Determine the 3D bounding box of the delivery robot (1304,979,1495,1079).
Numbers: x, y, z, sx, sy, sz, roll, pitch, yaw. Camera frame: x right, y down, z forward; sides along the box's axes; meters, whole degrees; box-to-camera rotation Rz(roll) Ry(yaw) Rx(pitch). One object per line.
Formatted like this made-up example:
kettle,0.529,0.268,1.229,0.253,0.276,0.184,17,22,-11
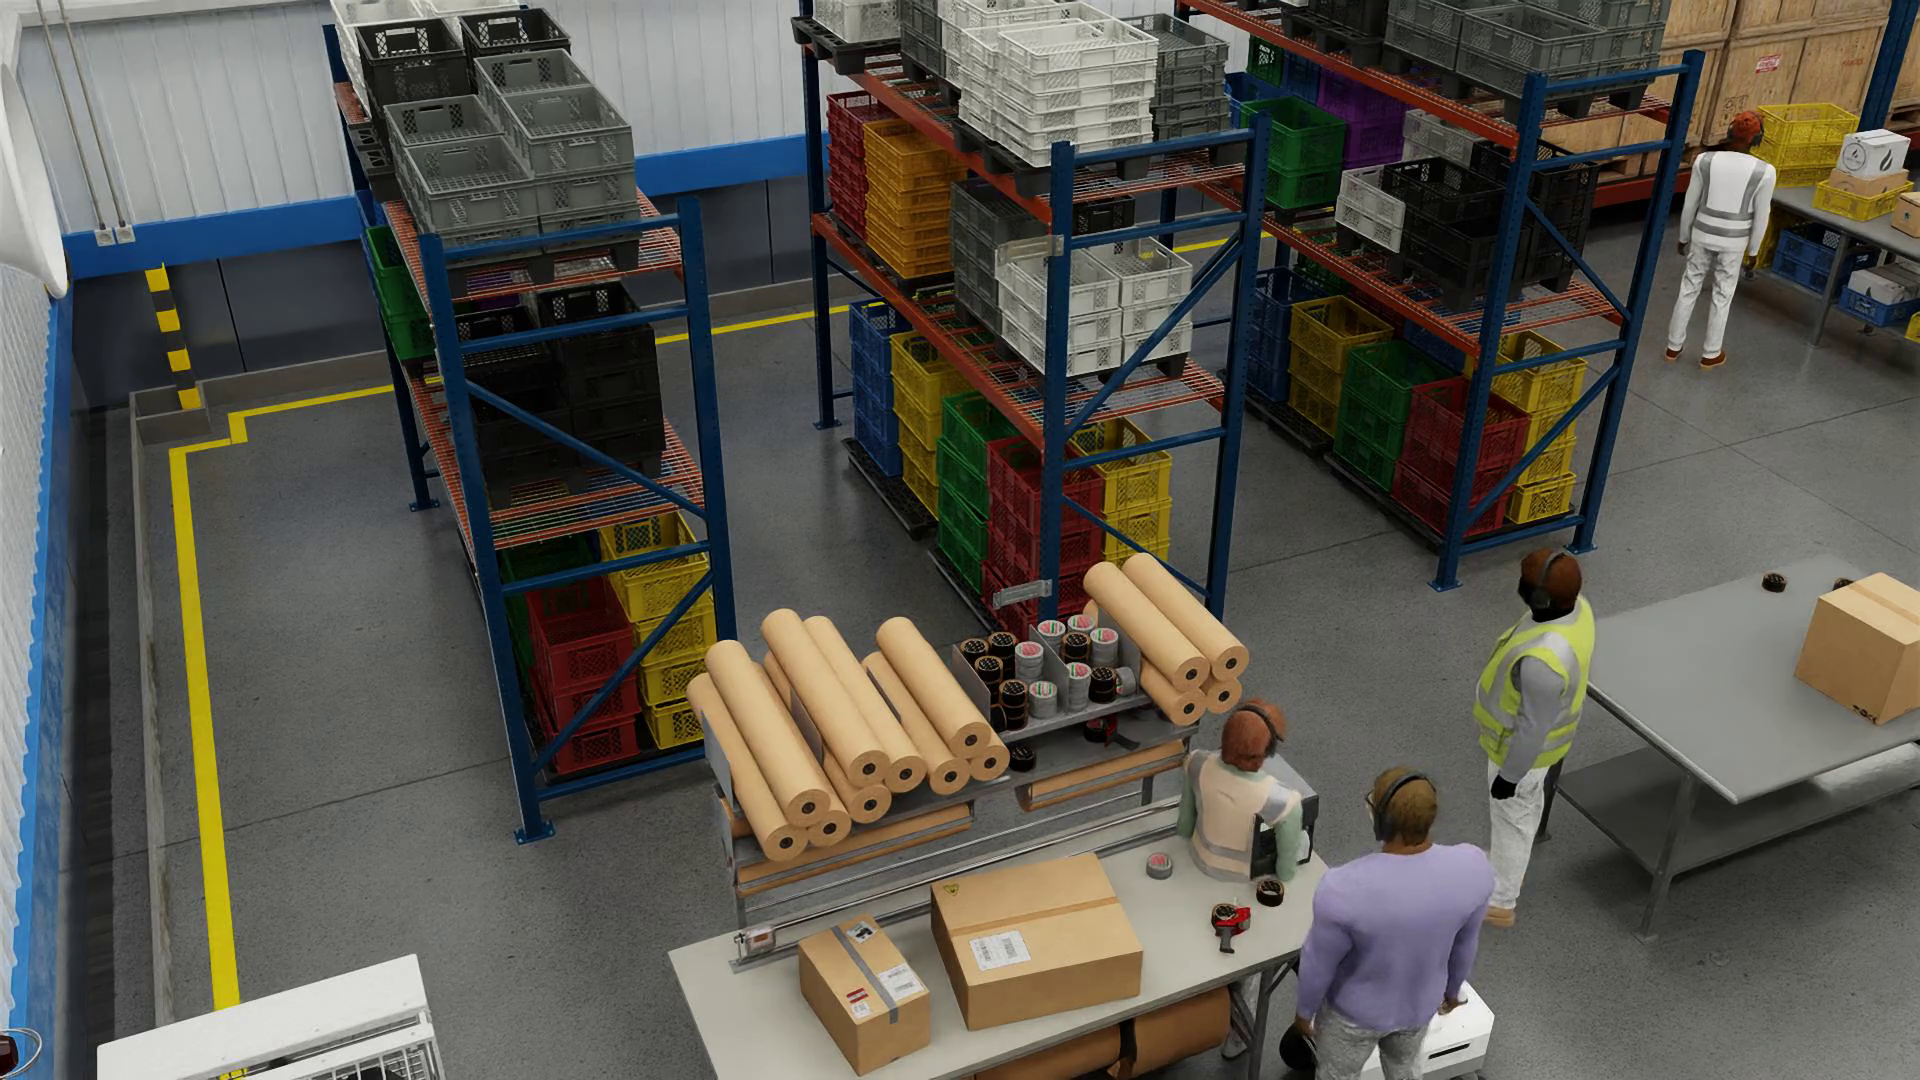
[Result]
delivery robot,1.701,1.919,6.472,0.707,0.478,0.477,-11,33,-17

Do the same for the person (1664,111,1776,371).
person,5.422,-2.129,11.877,0.574,1.882,0.356,22,38,31

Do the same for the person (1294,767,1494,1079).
person,1.467,1.593,5.793,0.639,1.929,0.366,-6,32,-10

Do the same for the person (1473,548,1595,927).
person,2.390,0.840,7.095,0.429,1.840,0.630,16,35,24

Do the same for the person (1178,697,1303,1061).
person,1.064,1.328,6.502,0.517,1.627,0.325,23,38,32
